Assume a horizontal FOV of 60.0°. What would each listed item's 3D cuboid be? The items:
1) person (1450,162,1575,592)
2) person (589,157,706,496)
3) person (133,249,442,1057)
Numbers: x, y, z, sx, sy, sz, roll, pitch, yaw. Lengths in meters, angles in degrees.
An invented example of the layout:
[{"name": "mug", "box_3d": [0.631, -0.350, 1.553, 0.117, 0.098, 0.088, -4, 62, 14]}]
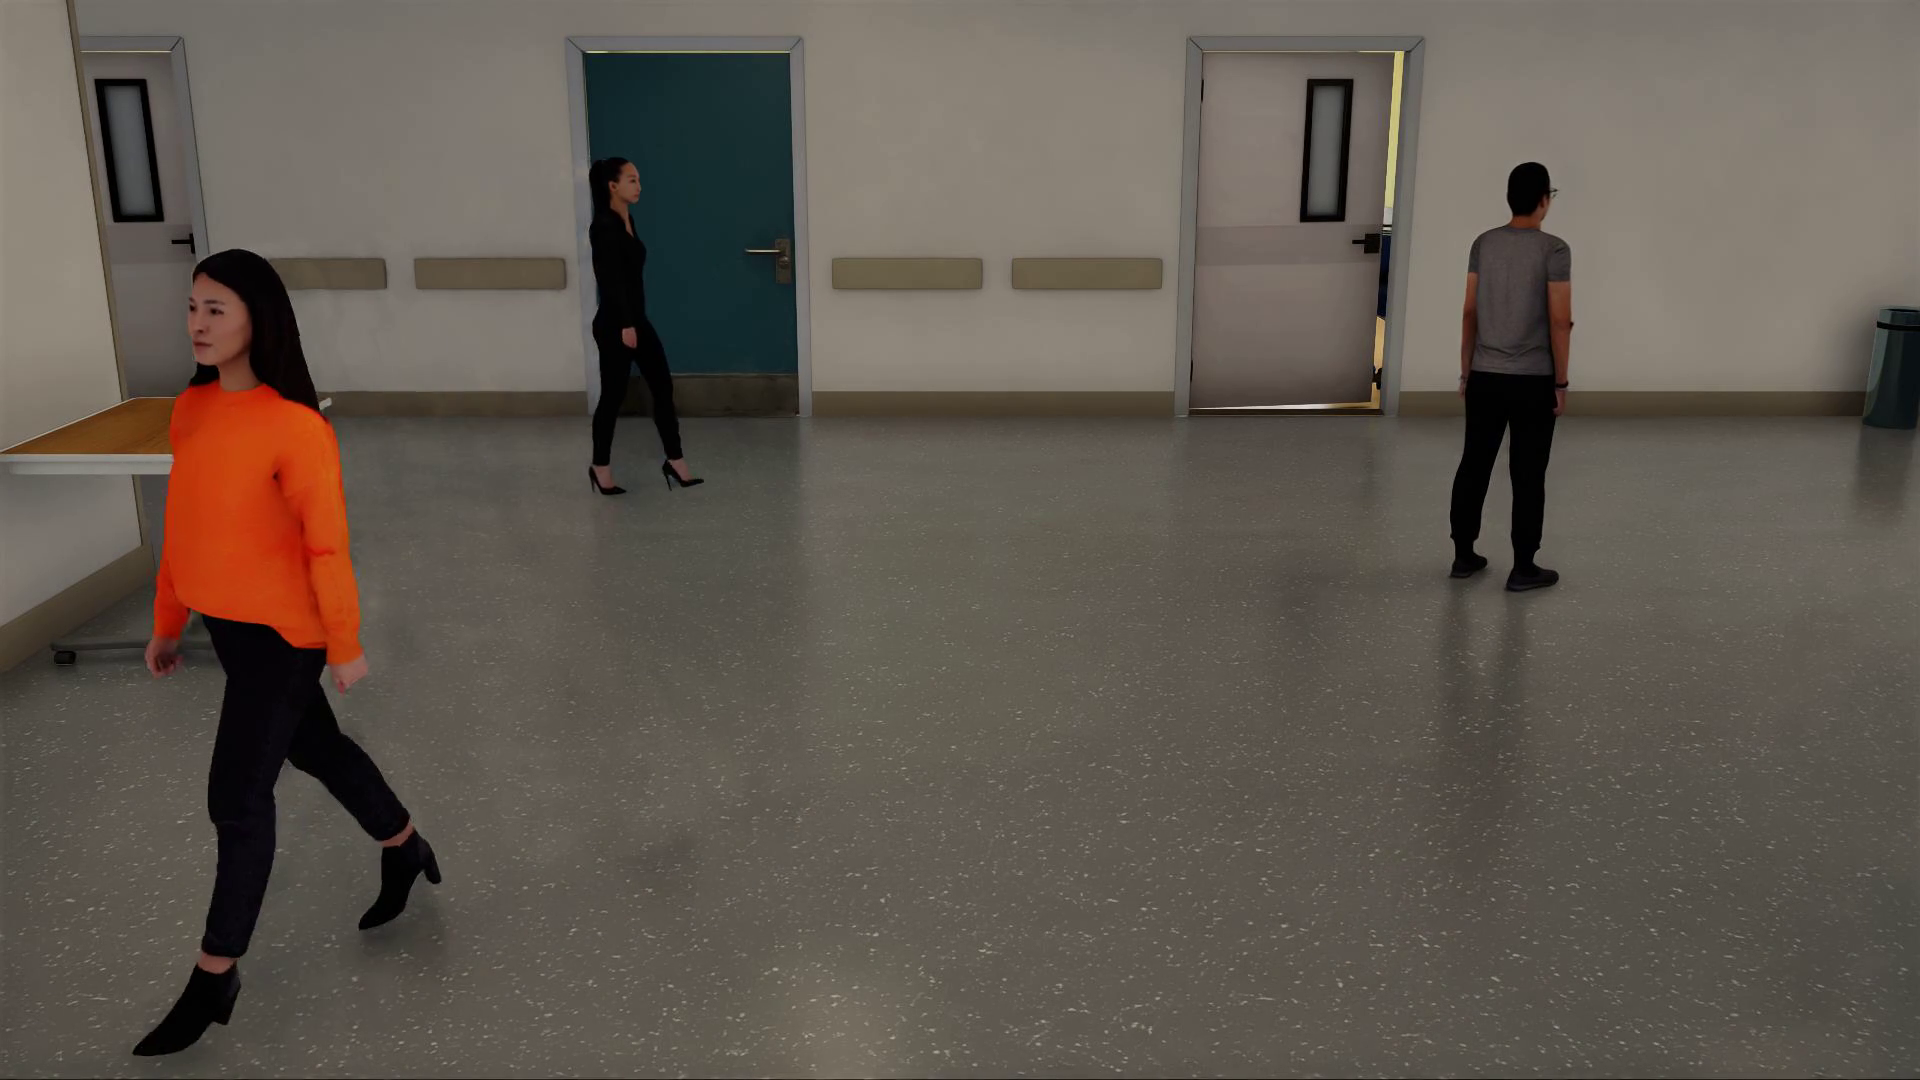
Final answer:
[{"name": "person", "box_3d": [2.301, -0.683, 6.941, 0.747, 1.754, 0.690, -15, 21, -42]}, {"name": "person", "box_3d": [-1.760, -1.039, 8.321, 0.854, 1.690, 0.681, 3, 16, 9]}, {"name": "person", "box_3d": [-1.513, 0.223, 3.825, 1.133, 1.701, 1.099, 11, 19, 34]}]
